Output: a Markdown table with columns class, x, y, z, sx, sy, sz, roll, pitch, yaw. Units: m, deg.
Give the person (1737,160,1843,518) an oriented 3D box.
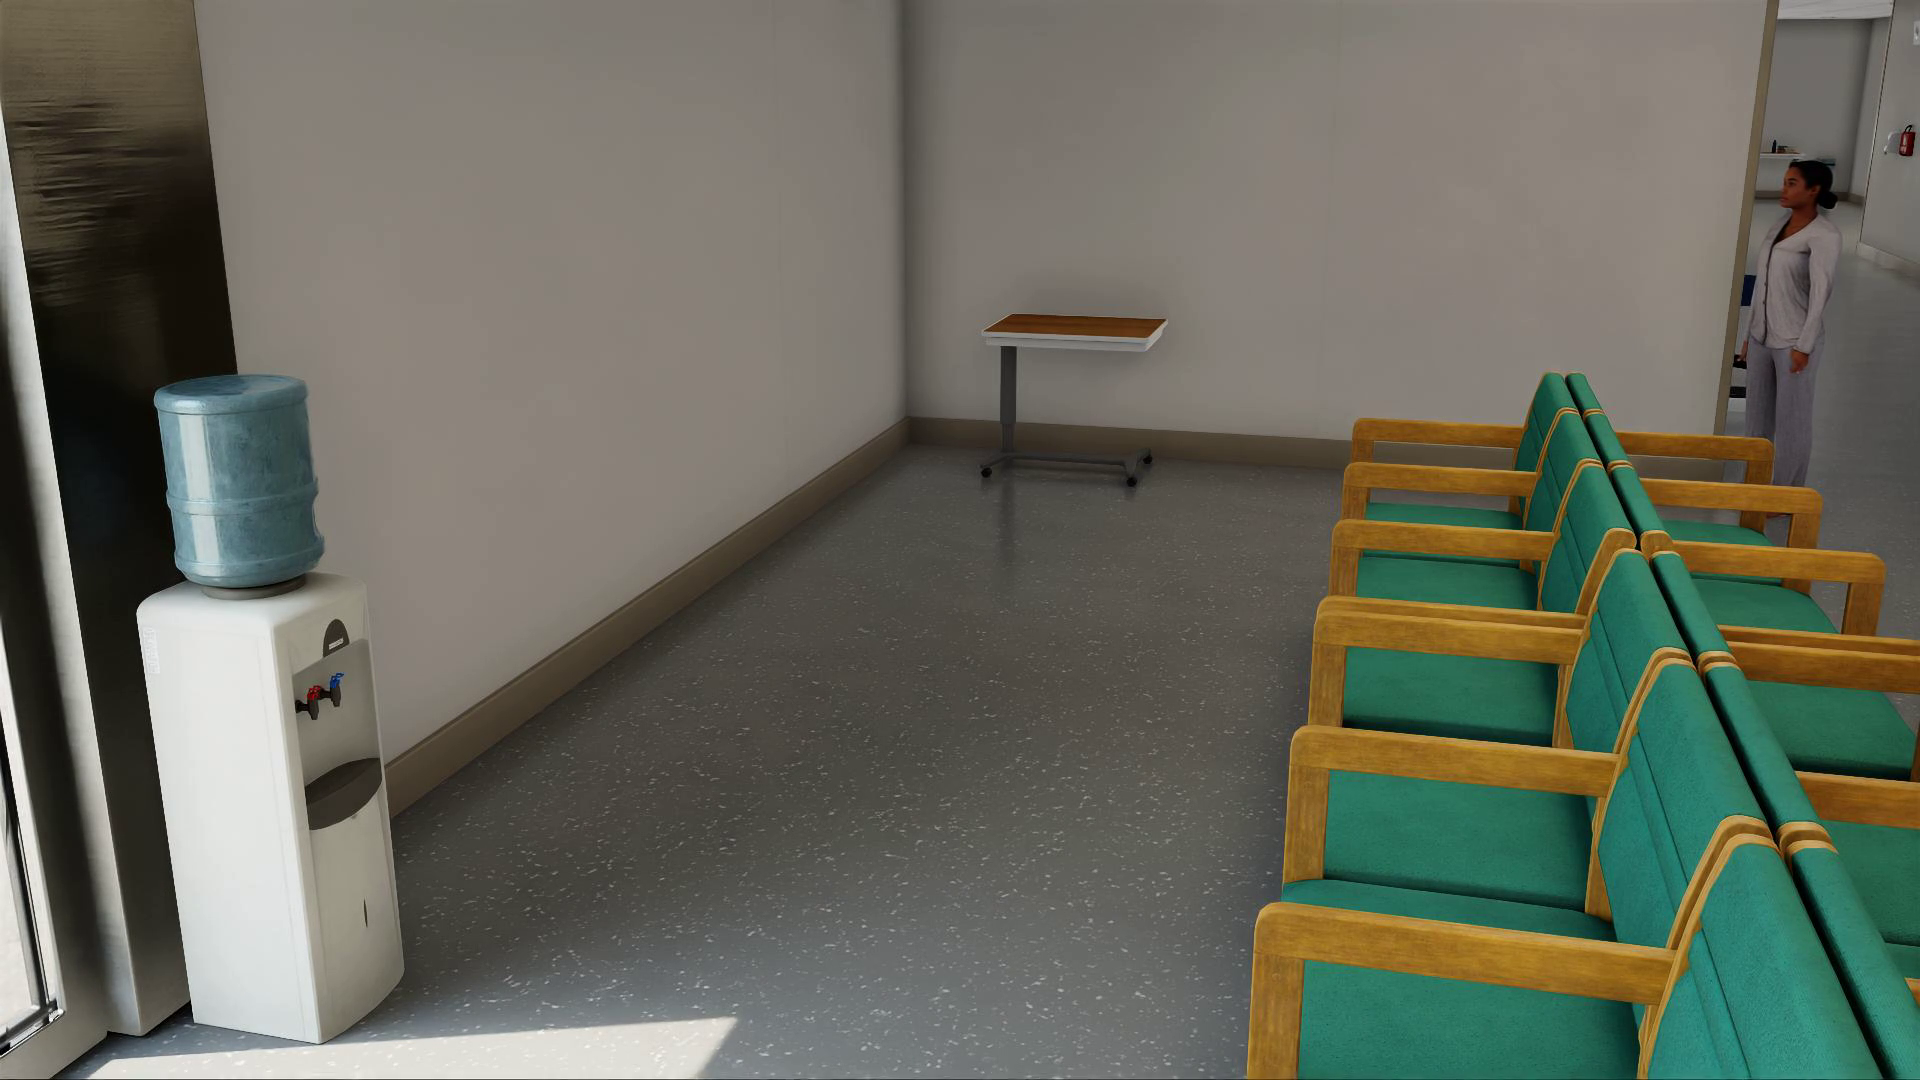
| class | x | y | z | sx | sy | sz | roll | pitch | yaw |
| --- | --- | --- | --- | --- | --- | --- | --- | --- | --- |
| person | 4.094 | -1.000 | 8.236 | 0.699 | 1.737 | 0.709 | -3 | 16 | -12 |
